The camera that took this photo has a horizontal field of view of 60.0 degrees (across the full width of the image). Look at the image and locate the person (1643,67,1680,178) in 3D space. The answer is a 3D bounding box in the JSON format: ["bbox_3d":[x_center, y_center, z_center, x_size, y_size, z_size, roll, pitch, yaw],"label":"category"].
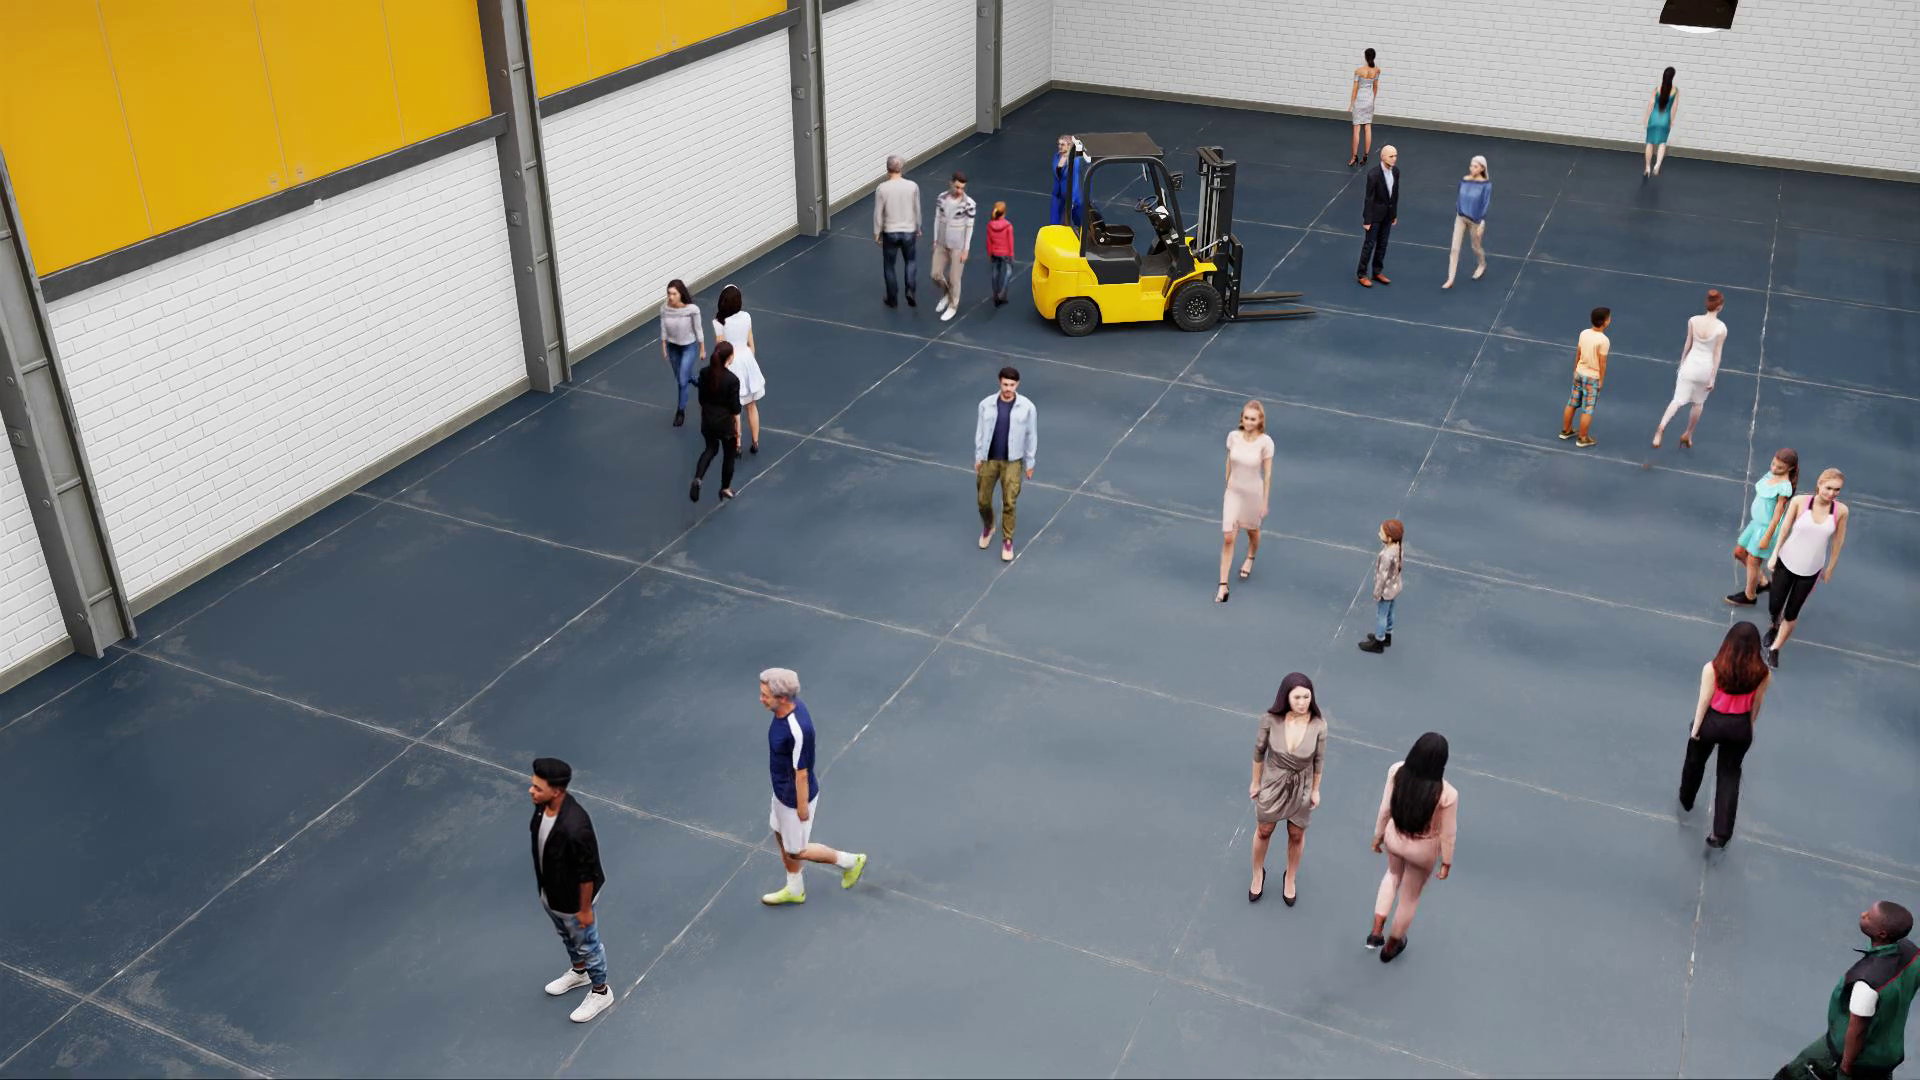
[{"bbox_3d":[10.623,-6.325,25.268,0.617,1.682,0.606,7,29,13],"label":"person"}]

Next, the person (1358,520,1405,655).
[{"bbox_3d":[3.480,0.370,13.505,0.569,1.193,0.449,18,34,30],"label":"person"}]

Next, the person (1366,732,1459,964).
[{"bbox_3d":[2.696,1.921,10.120,0.748,1.711,0.764,25,37,38],"label":"person"}]

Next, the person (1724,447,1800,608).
[{"bbox_3d":[6.852,-0.088,13.983,0.714,1.539,0.636,5,29,9],"label":"person"}]

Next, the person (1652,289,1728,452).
[{"bbox_3d":[7.263,-1.619,16.551,1.088,1.768,0.845,-22,36,-35],"label":"person"}]

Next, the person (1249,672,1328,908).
[{"bbox_3d":[2.093,1.597,10.677,0.642,1.747,0.576,6,29,11],"label":"person"}]

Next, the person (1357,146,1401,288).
[{"bbox_3d":[5.334,-4.135,21.131,0.732,1.798,0.826,-15,32,-26],"label":"person"}]

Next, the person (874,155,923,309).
[{"bbox_3d":[-0.716,-3.718,20.267,0.965,1.893,1.024,-7,29,-13],"label":"person"}]

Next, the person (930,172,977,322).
[{"bbox_3d":[-0.049,-3.588,20.086,0.759,1.840,0.677,18,34,30],"label":"person"}]

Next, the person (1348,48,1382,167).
[{"bbox_3d":[6.289,-6.739,25.879,0.677,1.823,0.726,-8,30,-15],"label":"person"}]

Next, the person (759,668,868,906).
[{"bbox_3d":[-0.979,1.589,10.619,1.040,1.815,0.989,-11,30,-19],"label":"person"}]

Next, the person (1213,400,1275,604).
[{"bbox_3d":[2.484,-0.369,14.255,0.629,1.771,1.101,14,32,24],"label":"person"}]

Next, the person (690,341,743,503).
[{"bbox_3d":[-2.303,-1.043,15.629,0.658,1.639,0.843,12,31,20],"label":"person"}]

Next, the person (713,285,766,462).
[{"bbox_3d":[-2.225,-1.664,16.584,0.845,1.815,0.914,-15,32,-25],"label":"person"}]

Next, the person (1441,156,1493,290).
[{"bbox_3d":[6.512,-4.030,21.079,0.877,1.665,1.185,25,37,38],"label":"person"}]

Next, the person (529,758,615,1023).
[{"bbox_3d":[-2.302,2.026,9.823,0.761,1.811,0.784,-21,35,-34],"label":"person"}]

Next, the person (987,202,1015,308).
[{"bbox_3d":[0.479,-3.493,20.465,0.519,1.308,0.514,12,31,21],"label":"person"}]

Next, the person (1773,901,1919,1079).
[{"bbox_3d":[4.744,2.692,8.619,1.145,1.796,1.102,-16,32,-27],"label":"person"}]

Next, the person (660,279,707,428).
[{"bbox_3d":[-2.872,-2.015,17.449,0.719,1.602,1.007,9,30,17],"label":"person"}]

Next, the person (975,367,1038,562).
[{"bbox_3d":[0.385,-0.730,14.882,0.805,1.804,0.800,4,29,7],"label":"person"}]

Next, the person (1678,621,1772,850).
[{"bbox_3d":[5.183,1.339,11.268,0.736,1.633,1.079,6,29,11],"label":"person"}]

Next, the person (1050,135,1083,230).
[{"bbox_3d":[1.475,-4.504,21.961,0.784,1.651,1.179,19,34,31],"label":"person"}]

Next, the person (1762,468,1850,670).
[{"bbox_3d":[6.694,0.183,13.242,0.633,1.772,0.670,14,32,24],"label":"person"}]

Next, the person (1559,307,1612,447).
[{"bbox_3d":[6.412,-1.678,16.981,0.628,1.460,0.592,-16,33,-27],"label":"person"}]
